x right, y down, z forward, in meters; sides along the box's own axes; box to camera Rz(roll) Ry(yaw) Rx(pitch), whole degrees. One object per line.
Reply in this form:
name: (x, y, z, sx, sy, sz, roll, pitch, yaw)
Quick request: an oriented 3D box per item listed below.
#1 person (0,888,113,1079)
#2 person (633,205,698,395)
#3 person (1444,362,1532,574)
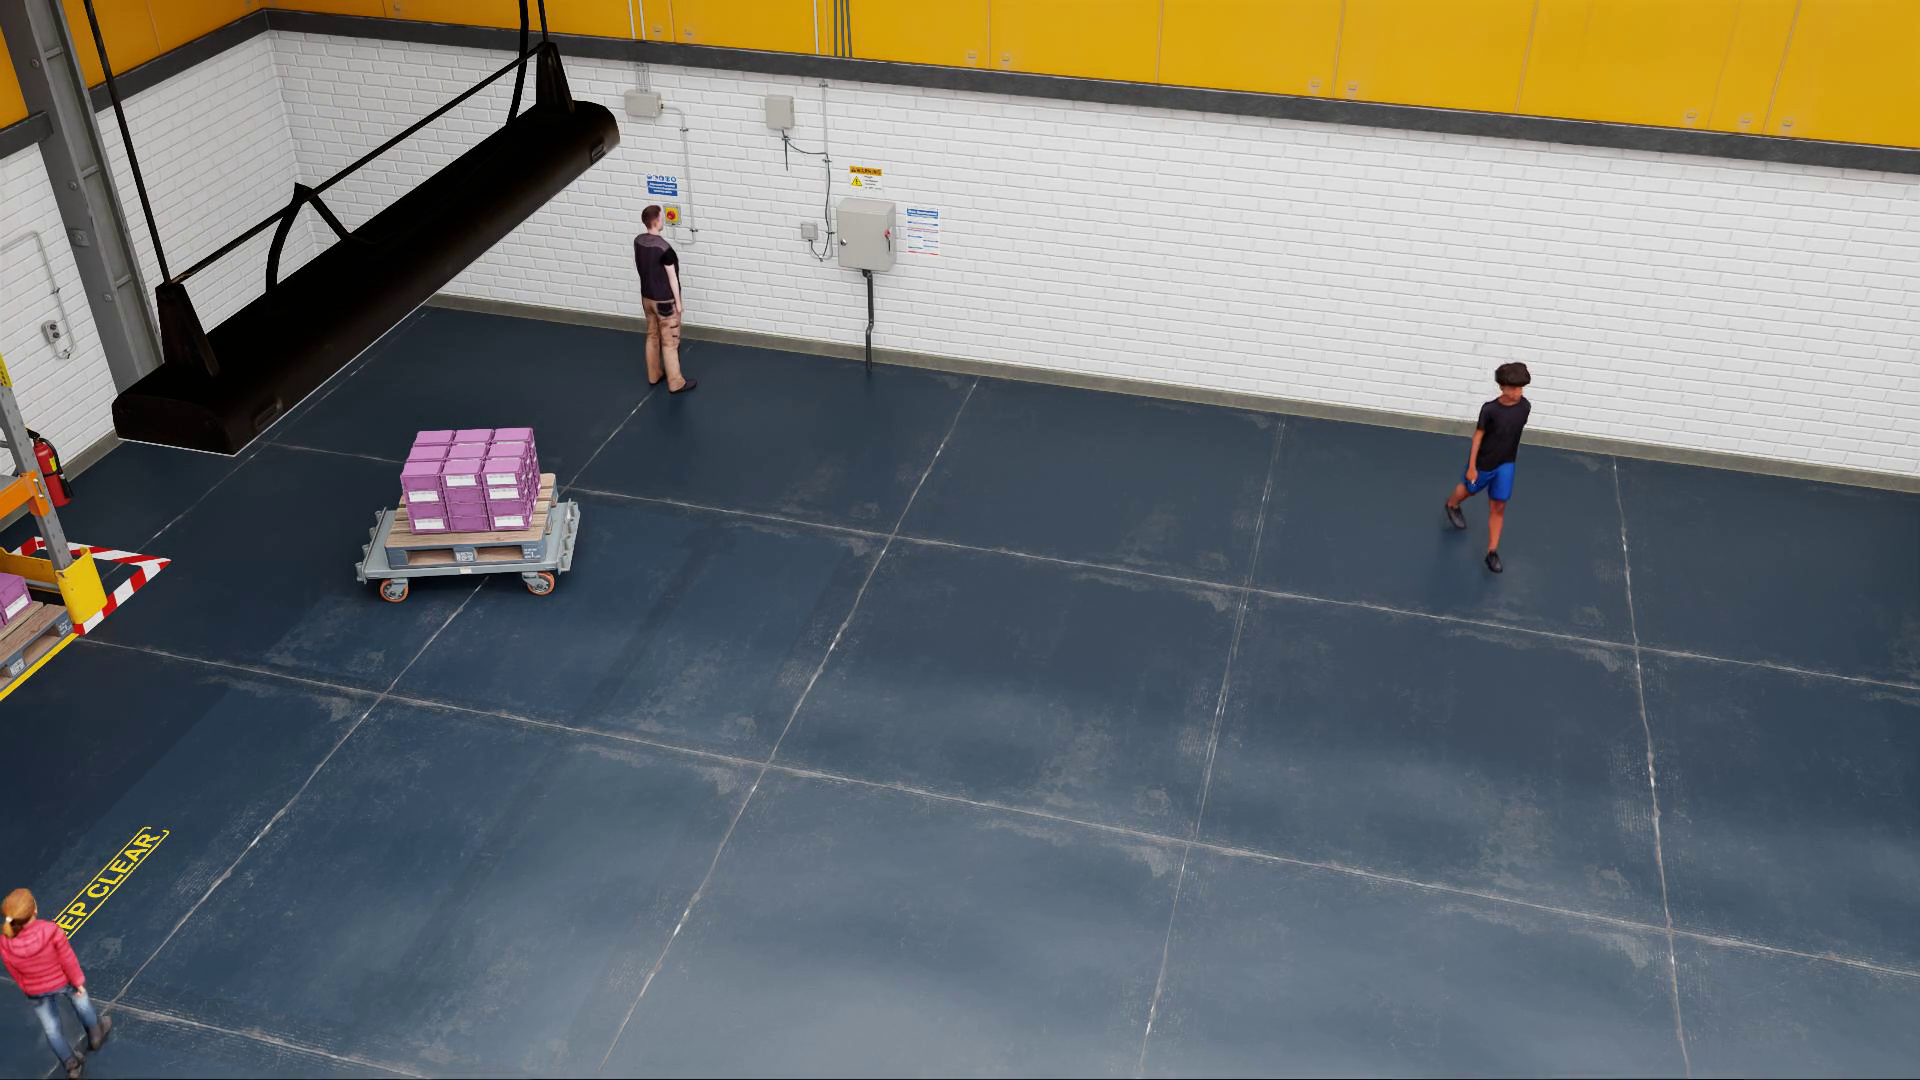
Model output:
person: (-4.971, 2.469, 9.063, 0.694, 1.304, 0.773, -12, 35, -17)
person: (-2.851, -2.297, 15.748, 0.769, 1.841, 0.752, 26, 41, 33)
person: (4.255, -0.686, 13.414, 0.959, 1.742, 1.303, -4, 34, -7)
